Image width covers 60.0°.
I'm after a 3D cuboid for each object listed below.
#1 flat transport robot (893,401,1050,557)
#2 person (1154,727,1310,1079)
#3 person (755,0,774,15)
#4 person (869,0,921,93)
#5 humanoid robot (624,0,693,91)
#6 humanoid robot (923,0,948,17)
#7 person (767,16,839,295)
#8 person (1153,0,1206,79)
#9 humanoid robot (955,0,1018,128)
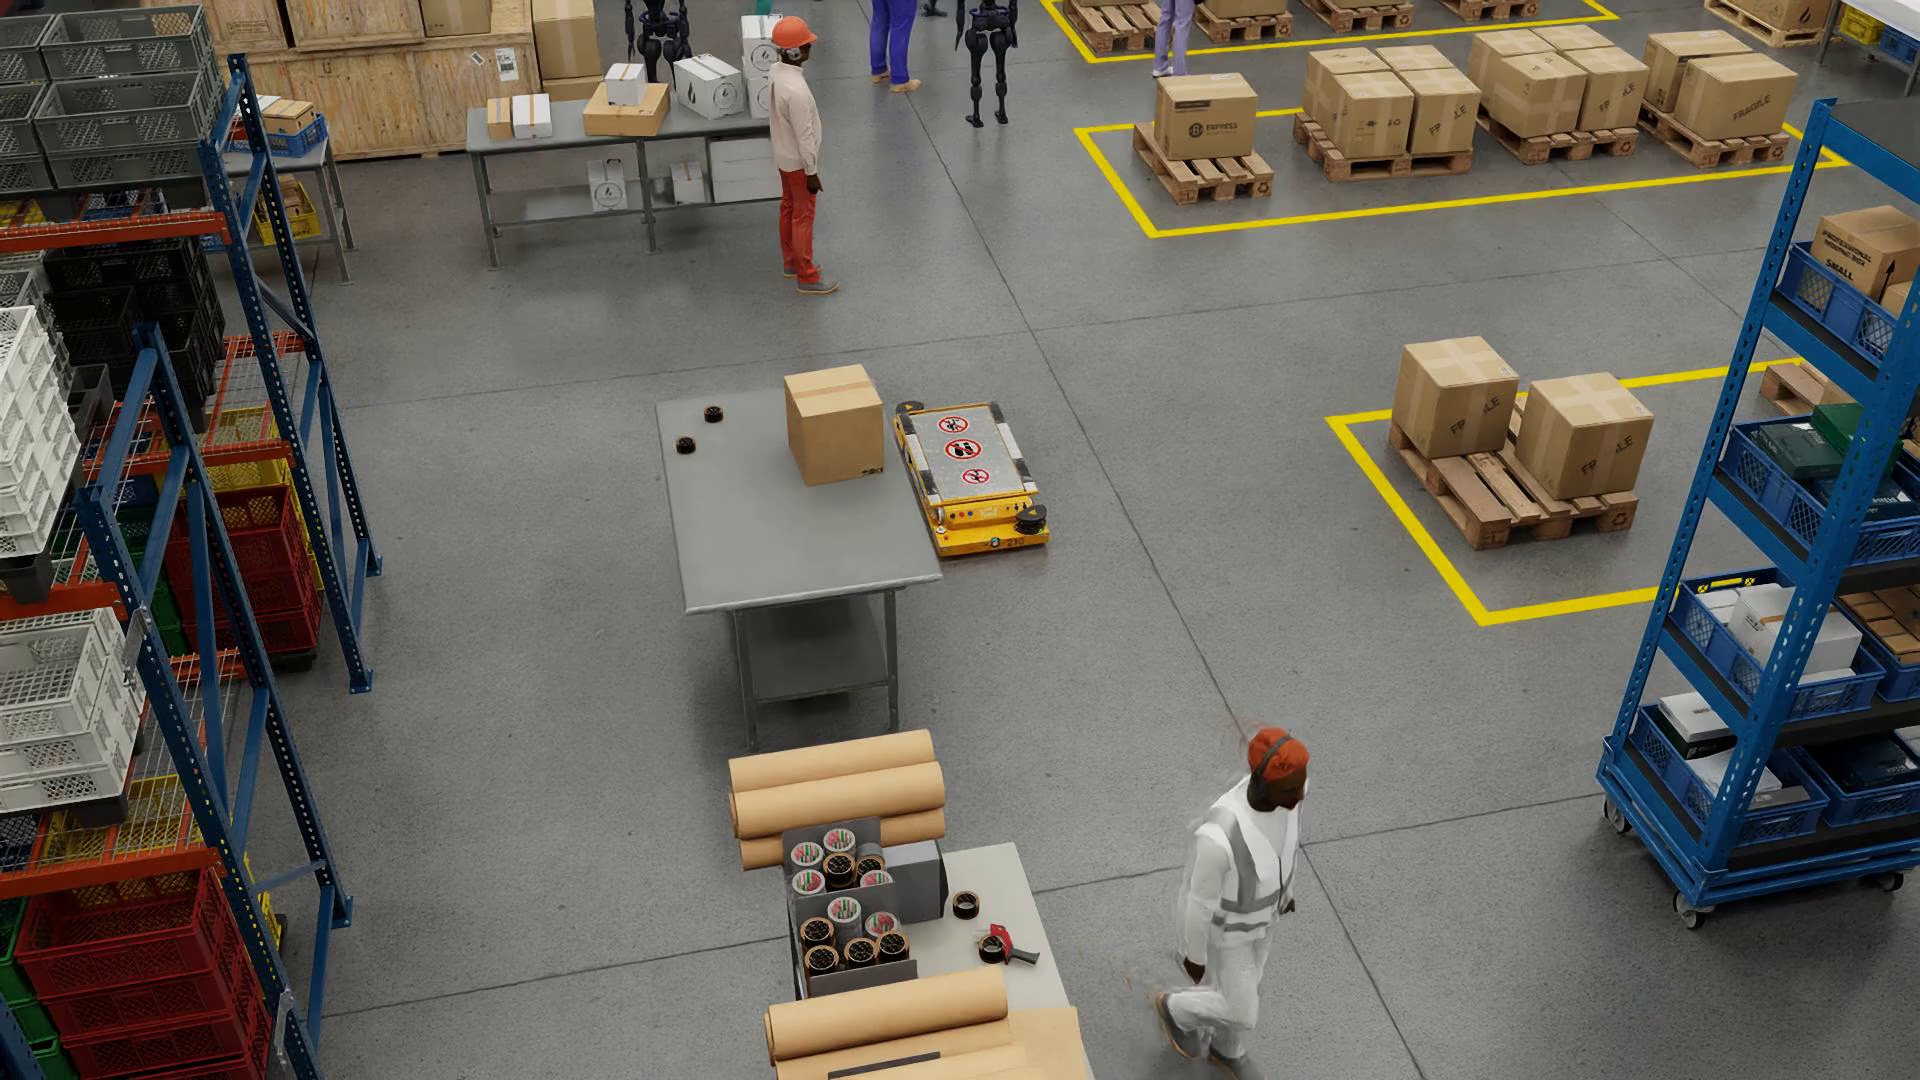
[{"bbox_3d":[0.046,-0.430,10.108,0.652,0.197,1.431,-8,37,-10],"label":"flat transport robot"},{"bbox_3d":[1.075,1.419,6.304,0.448,1.871,0.599,29,46,33],"label":"person"},{"bbox_3d":[-1.823,-5.415,15.581,0.490,1.747,0.552,24,43,28],"label":"person"},{"bbox_3d":[-0.569,-5.068,14.882,0.535,2.000,0.683,-27,44,-32],"label":"person"},{"bbox_3d":[-2.545,-4.255,14.088,0.579,1.652,0.308,7,37,9],"label":"humanoid robot"},{"bbox_3d":[-0.208,-5.982,16.414,0.382,1.652,0.603,-6,37,-7],"label":"humanoid robot"},{"bbox_3d":[-1.136,-2.699,11.735,0.376,1.997,0.610,-15,39,-19],"label":"person"},{"bbox_3d":[2.008,-5.083,14.997,0.381,1.924,0.592,-21,42,-26],"label":"person"},{"bbox_3d":[0.236,-4.393,14.277,0.562,1.653,0.313,-11,38,-14],"label":"humanoid robot"}]
